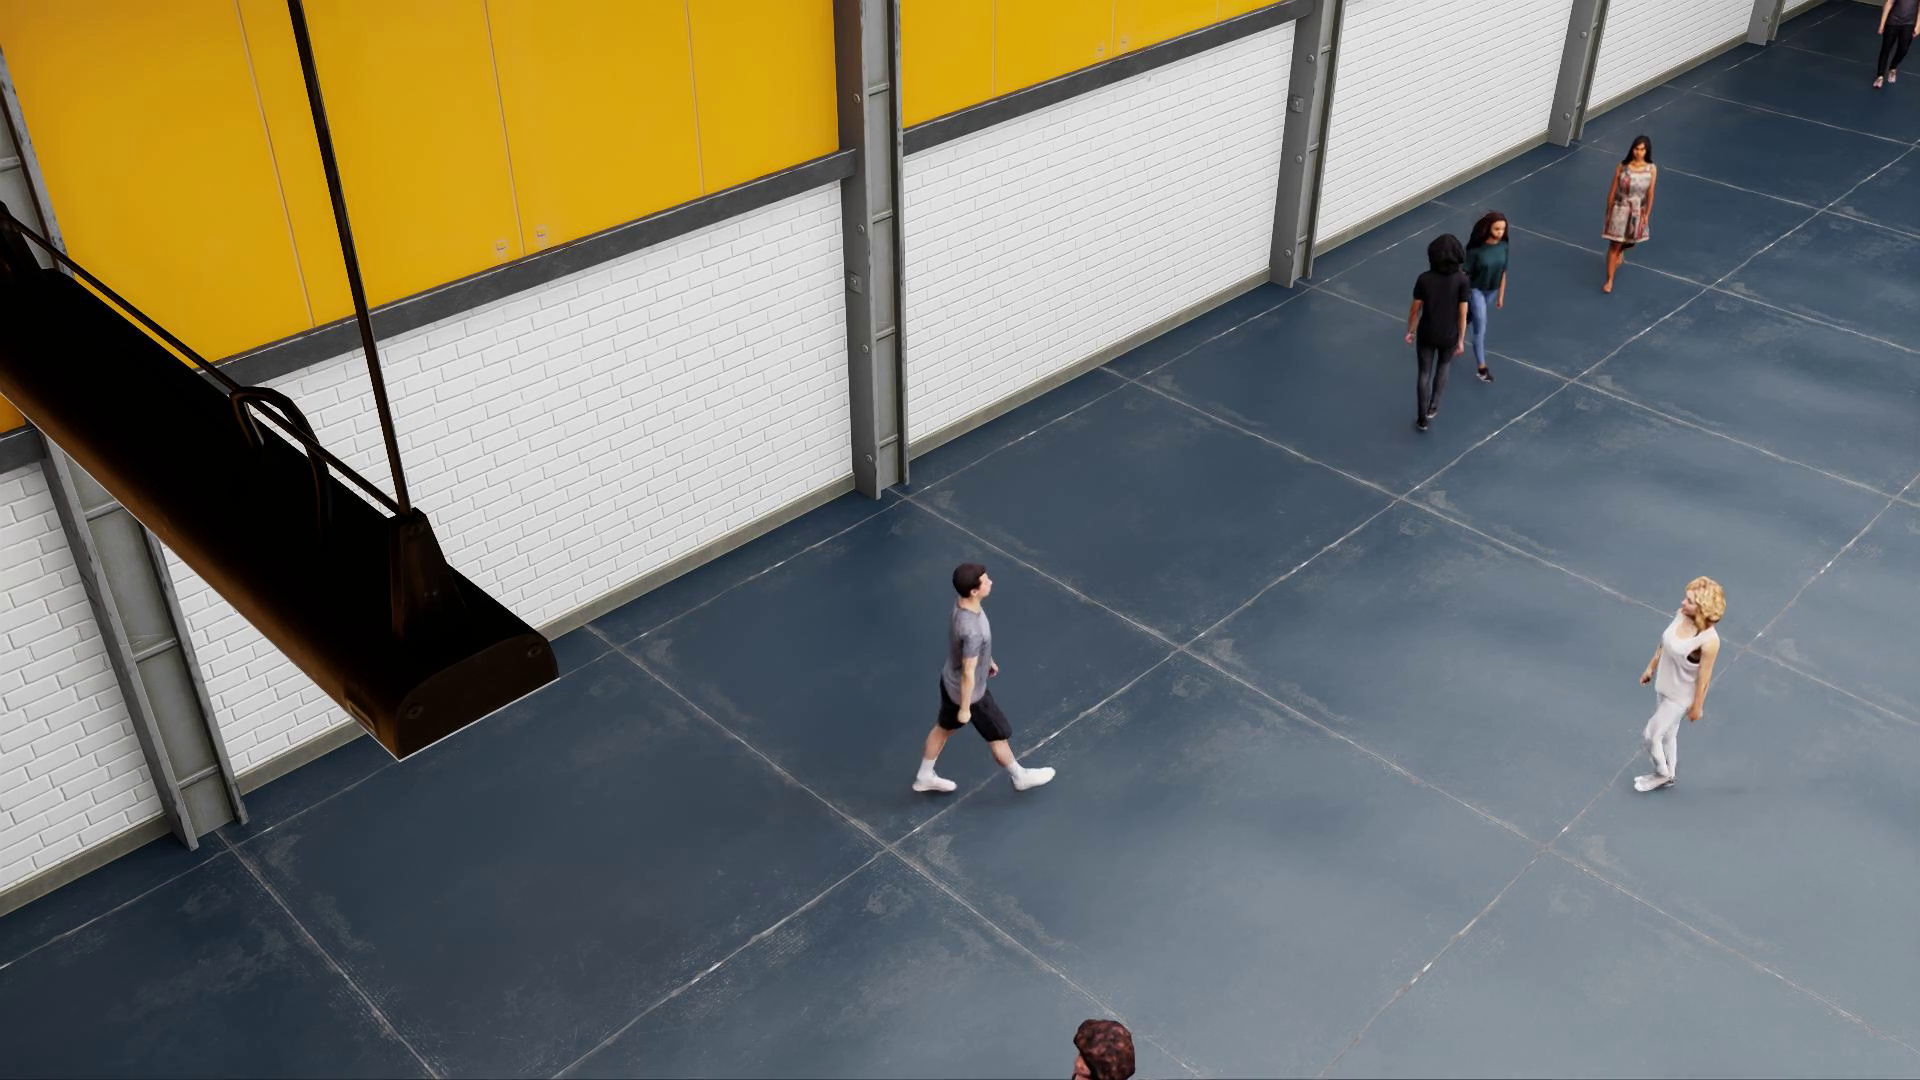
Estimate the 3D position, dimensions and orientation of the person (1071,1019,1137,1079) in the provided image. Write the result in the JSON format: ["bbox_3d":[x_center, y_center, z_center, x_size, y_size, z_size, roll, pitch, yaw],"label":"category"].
[{"bbox_3d":[0.694,2.849,7.827,0.849,1.779,0.691,-16,37,-23],"label":"person"}]

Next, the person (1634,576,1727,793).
[{"bbox_3d":[4.735,0.957,10.781,0.761,1.658,0.704,-1,34,-1],"label":"person"}]

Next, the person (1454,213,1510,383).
[{"bbox_3d":[4.939,-2.383,15.884,1.132,1.572,0.998,-9,35,-13],"label":"person"}]

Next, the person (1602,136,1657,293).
[{"bbox_3d":[7.025,-3.466,17.463,0.921,1.629,1.094,10,35,15],"label":"person"}]

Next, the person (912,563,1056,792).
[{"bbox_3d":[-0.057,0.939,10.651,1.266,1.833,1.129,-4,34,-6],"label":"person"}]

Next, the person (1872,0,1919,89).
[{"bbox_3d":[12.916,-7.105,22.824,0.759,1.755,0.766,15,37,22],"label":"person"}]

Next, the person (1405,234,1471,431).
[{"bbox_3d":[4.239,-1.799,14.783,0.793,1.819,0.823,7,34,11],"label":"person"}]
